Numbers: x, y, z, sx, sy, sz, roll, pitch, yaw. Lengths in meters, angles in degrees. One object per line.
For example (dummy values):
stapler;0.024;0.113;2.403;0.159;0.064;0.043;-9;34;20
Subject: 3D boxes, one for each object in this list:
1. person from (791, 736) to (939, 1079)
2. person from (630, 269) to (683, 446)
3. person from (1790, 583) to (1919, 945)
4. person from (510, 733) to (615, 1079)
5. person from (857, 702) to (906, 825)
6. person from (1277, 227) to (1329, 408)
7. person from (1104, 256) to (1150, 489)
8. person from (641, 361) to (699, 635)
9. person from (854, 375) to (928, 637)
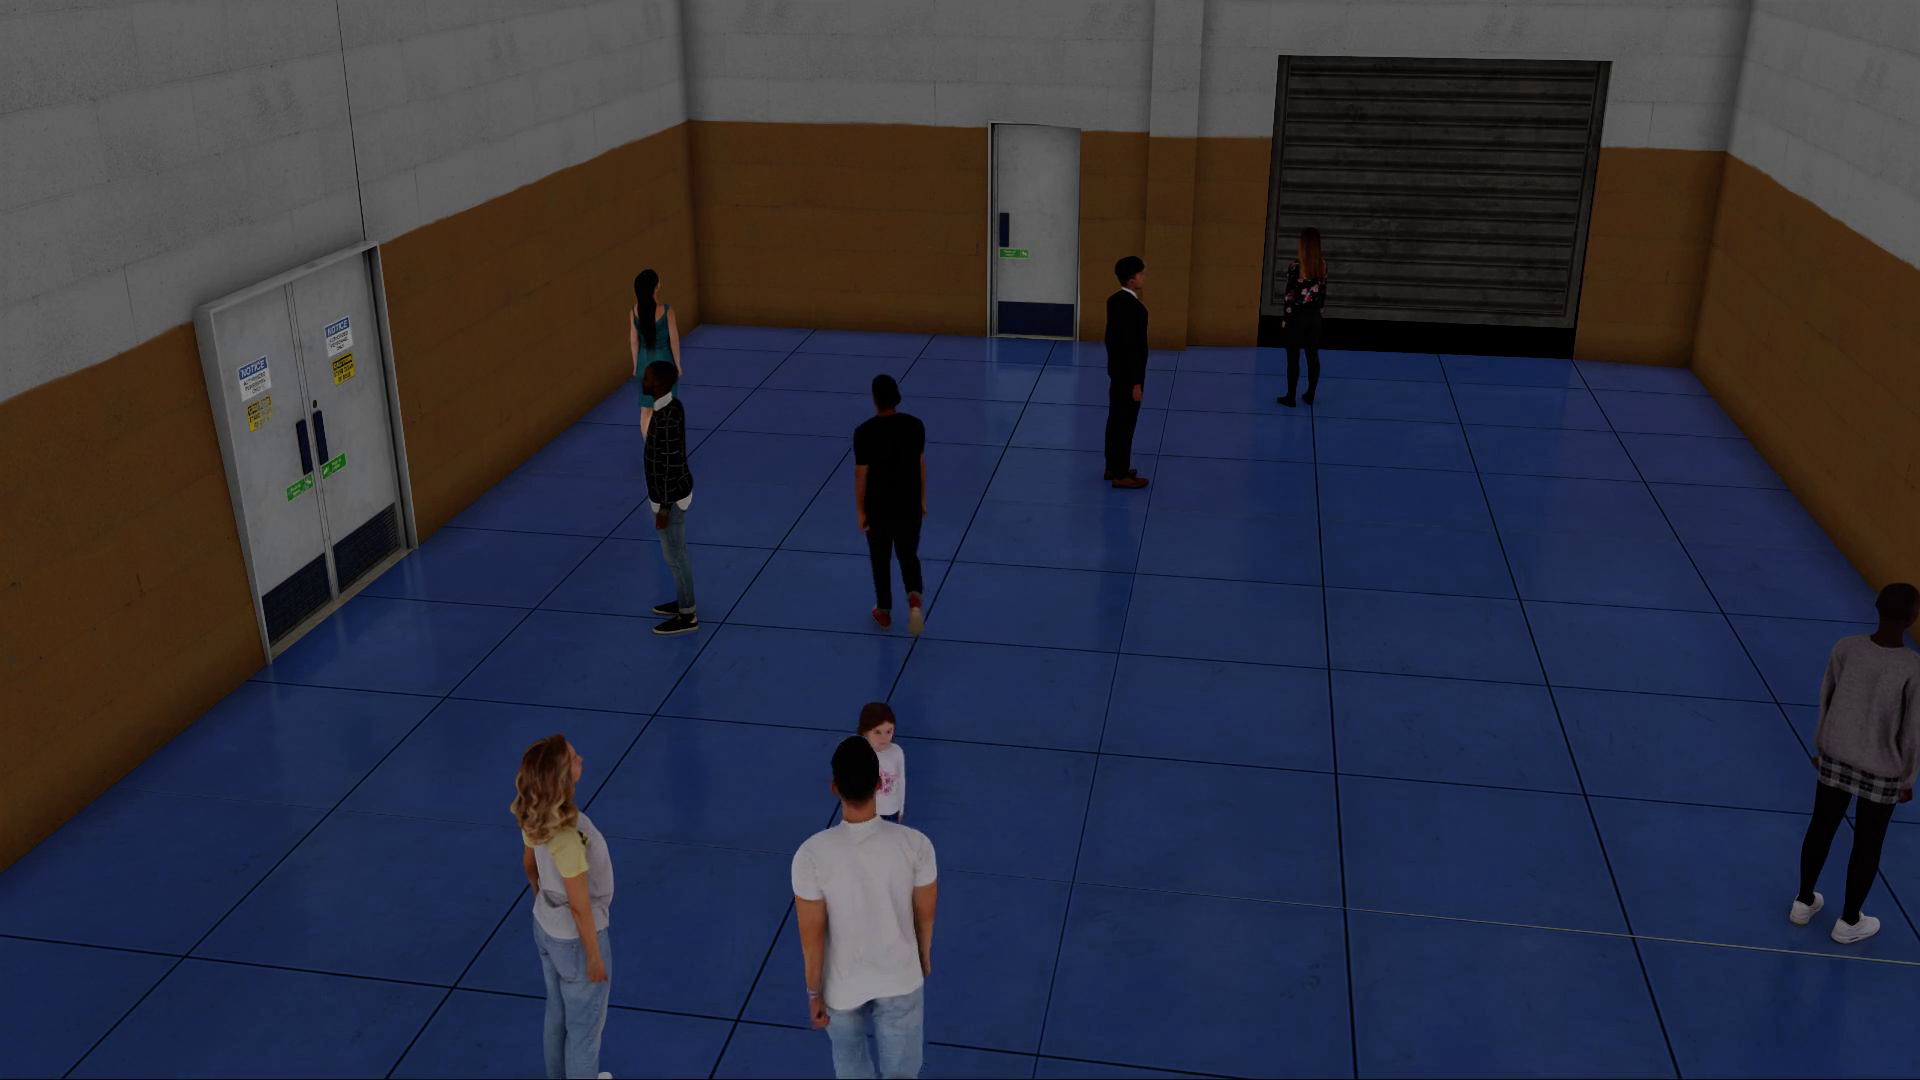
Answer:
person;-0.316;1.638;6.021;1.220;1.831;0.930;0;22;0
person;-2.532;-1.420;13.825;0.446;1.686;0.642;1;22;3
person;4.147;1.014;7.655;0.745;1.771;0.673;-16;27;-35
person;-1.509;1.527;6.420;0.768;1.723;0.694;-17;27;-35
person;-0.422;1.255;7.943;0.666;1.107;0.638;-3;22;-9
person;3.198;-2.071;15.449;0.595;1.683;0.704;-8;23;-18
person;1.325;-1.358;13.405;0.716;1.884;0.770;-5;22;-13
person;-1.878;-0.292;10.837;0.672;1.821;0.724;-3;22;-8
person;-0.410;-0.183;10.673;0.963;1.742;0.925;-6;23;-14
